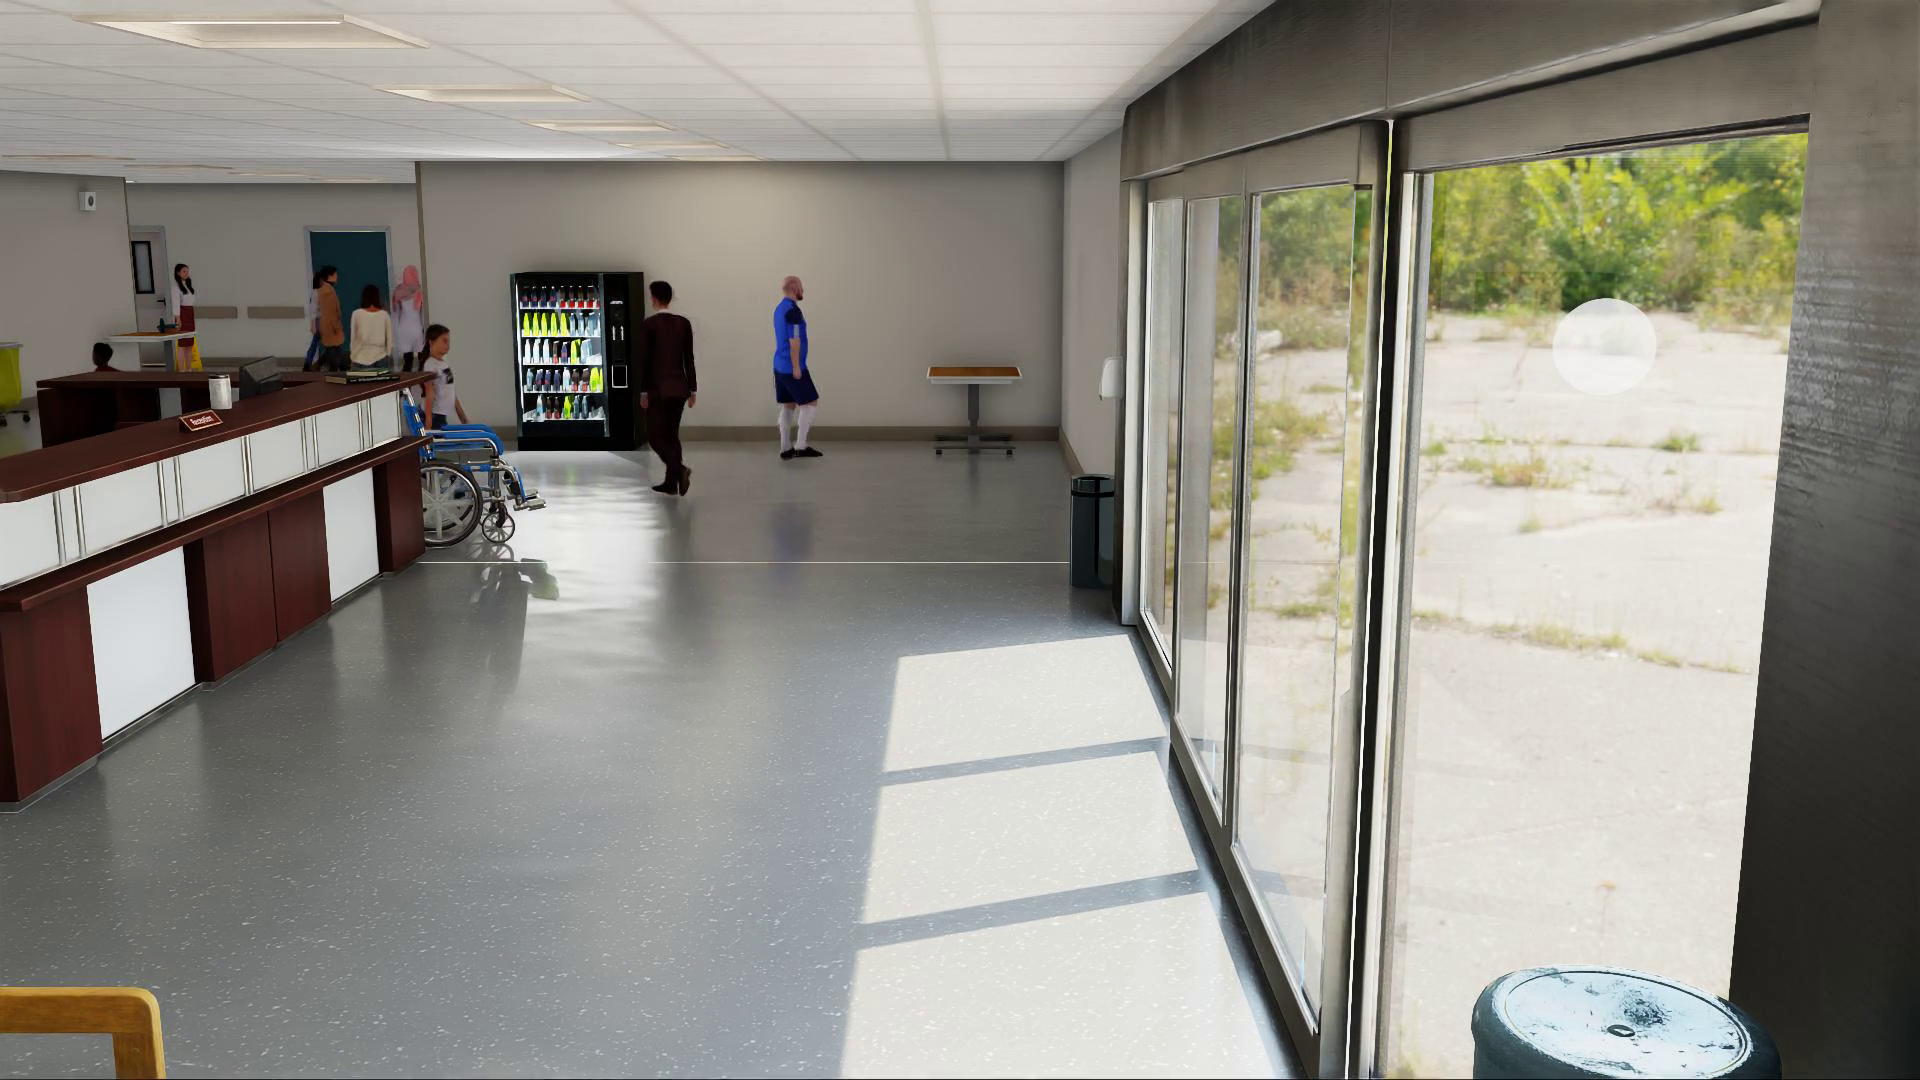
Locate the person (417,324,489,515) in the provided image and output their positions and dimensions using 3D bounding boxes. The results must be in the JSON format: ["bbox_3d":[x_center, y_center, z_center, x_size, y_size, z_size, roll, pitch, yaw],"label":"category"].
[{"bbox_3d":[-4.290,-0.955,13.389,0.848,1.535,0.560,-1,11,-4],"label":"person"}]

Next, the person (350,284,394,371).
[{"bbox_3d":[-6.536,-1.997,18.522,0.682,1.668,0.786,-6,12,-30],"label":"person"}]

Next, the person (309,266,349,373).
[{"bbox_3d":[-9.297,-3.144,24.327,0.970,1.717,0.887,-7,13,-34],"label":"person"}]

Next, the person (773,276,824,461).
[{"bbox_3d":[-1.736,-1.698,16.516,0.806,1.830,0.800,-5,12,-23],"label":"person"}]

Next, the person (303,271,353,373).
[{"bbox_3d":[-9.929,-3.299,25.635,1.040,1.575,0.624,1,11,3],"label":"person"}]

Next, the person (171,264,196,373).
[{"bbox_3d":[-11.688,-3.285,25.089,0.526,1.750,0.615,1,11,4],"label":"person"}]

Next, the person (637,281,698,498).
[{"bbox_3d":[-2.468,-1.266,14.201,1.060,1.845,1.103,-9,14,-40],"label":"person"}]

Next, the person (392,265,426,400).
[{"bbox_3d":[-7.214,-2.673,21.835,1.131,1.762,0.775,-1,11,-6],"label":"person"}]
